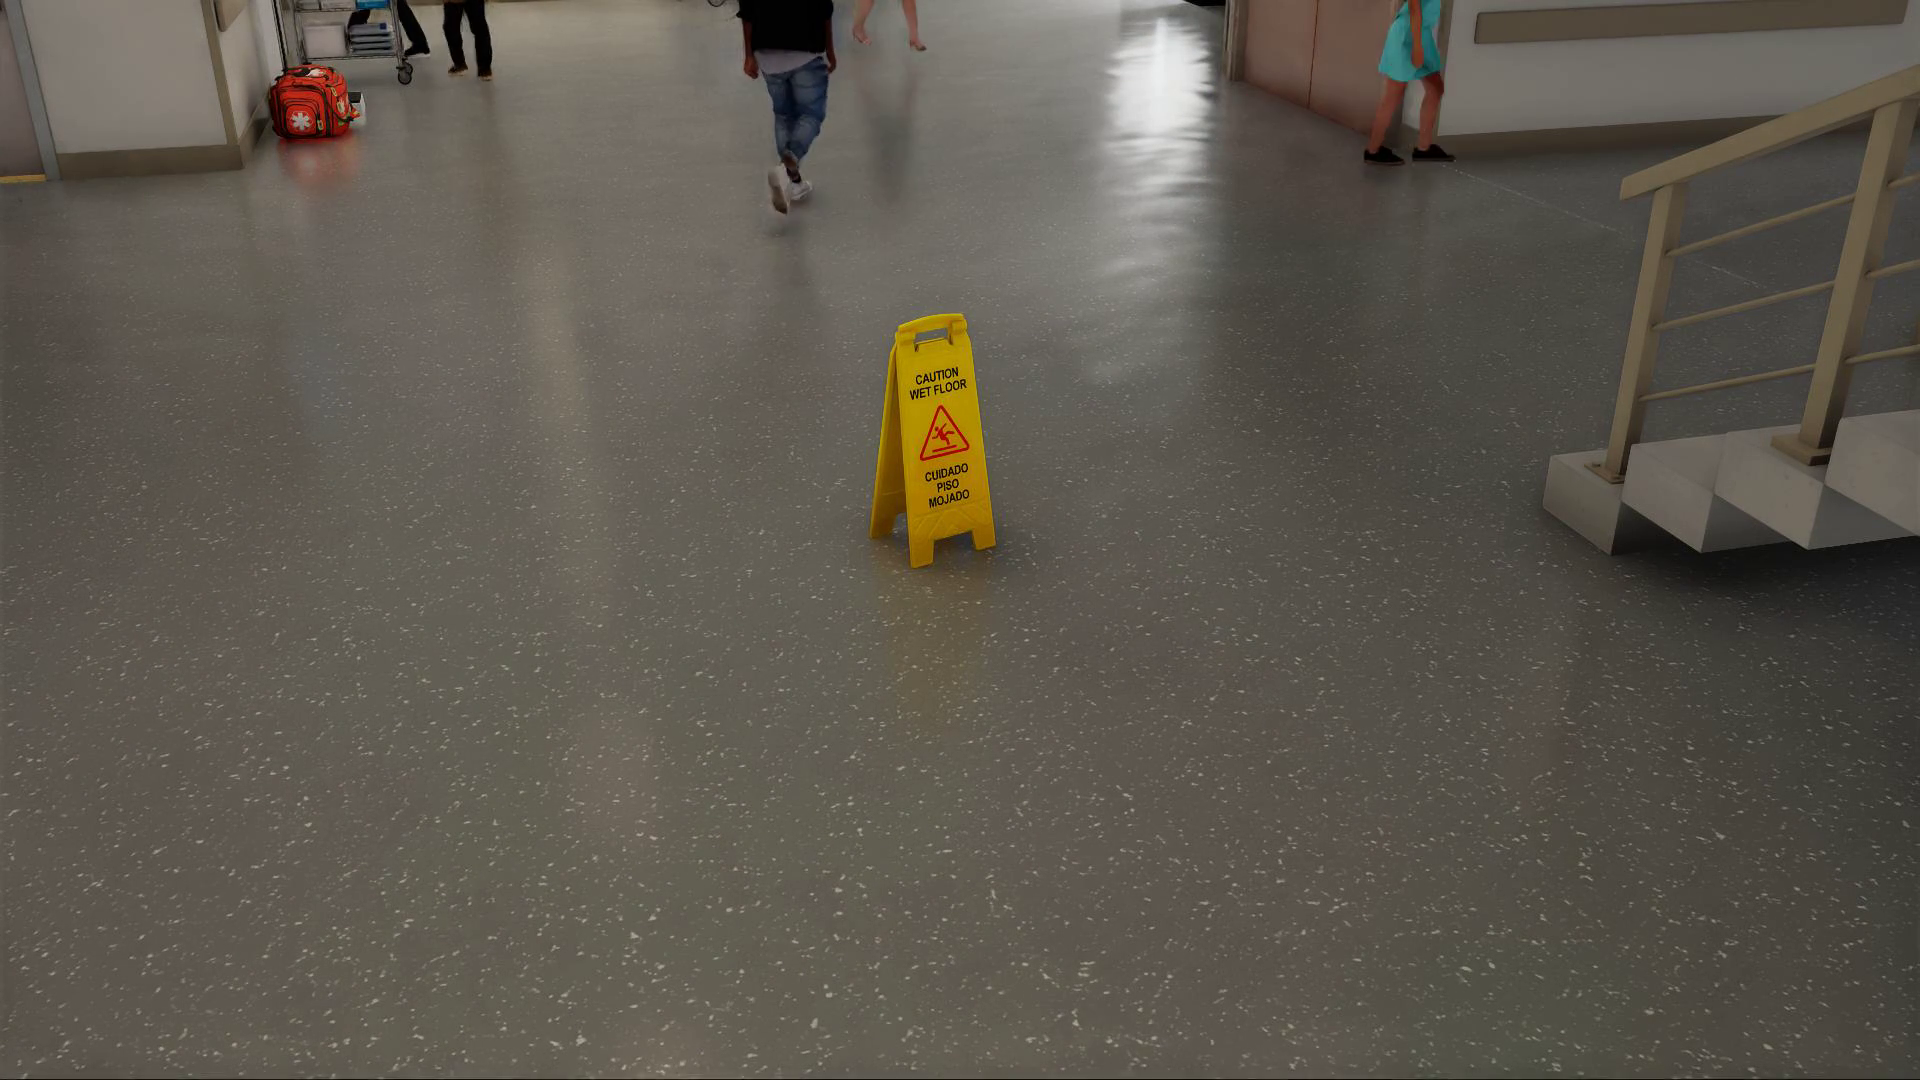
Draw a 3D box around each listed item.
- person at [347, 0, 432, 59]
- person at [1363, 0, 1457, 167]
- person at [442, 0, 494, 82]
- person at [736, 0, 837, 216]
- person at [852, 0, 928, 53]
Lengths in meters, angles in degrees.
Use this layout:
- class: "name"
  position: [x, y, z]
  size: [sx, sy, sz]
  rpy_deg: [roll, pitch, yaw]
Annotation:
- class: "person"
  position: [-4.638, -4.713, 13.424]
  size: [0.964, 1.684, 1.149]
  rpy_deg: [4, 26, 8]
- class: "person"
  position: [2.679, -3.058, 10.157]
  size: [0.874, 1.539, 0.832]
  rpy_deg: [12, 28, 23]
- class: "person"
  position: [-3.790, -4.245, 12.737]
  size: [0.713, 1.437, 0.770]
  rpy_deg: [-15, 30, -28]
- class: "person"
  position: [-0.959, -2.685, 9.091]
  size: [1.024, 1.794, 1.176]
  rpy_deg: [7, 27, 14]
- class: "person"
  position: [-0.658, -4.878, 13.828]
  size: [1.143, 1.631, 1.013]
  rpy_deg: [16, 30, 30]
